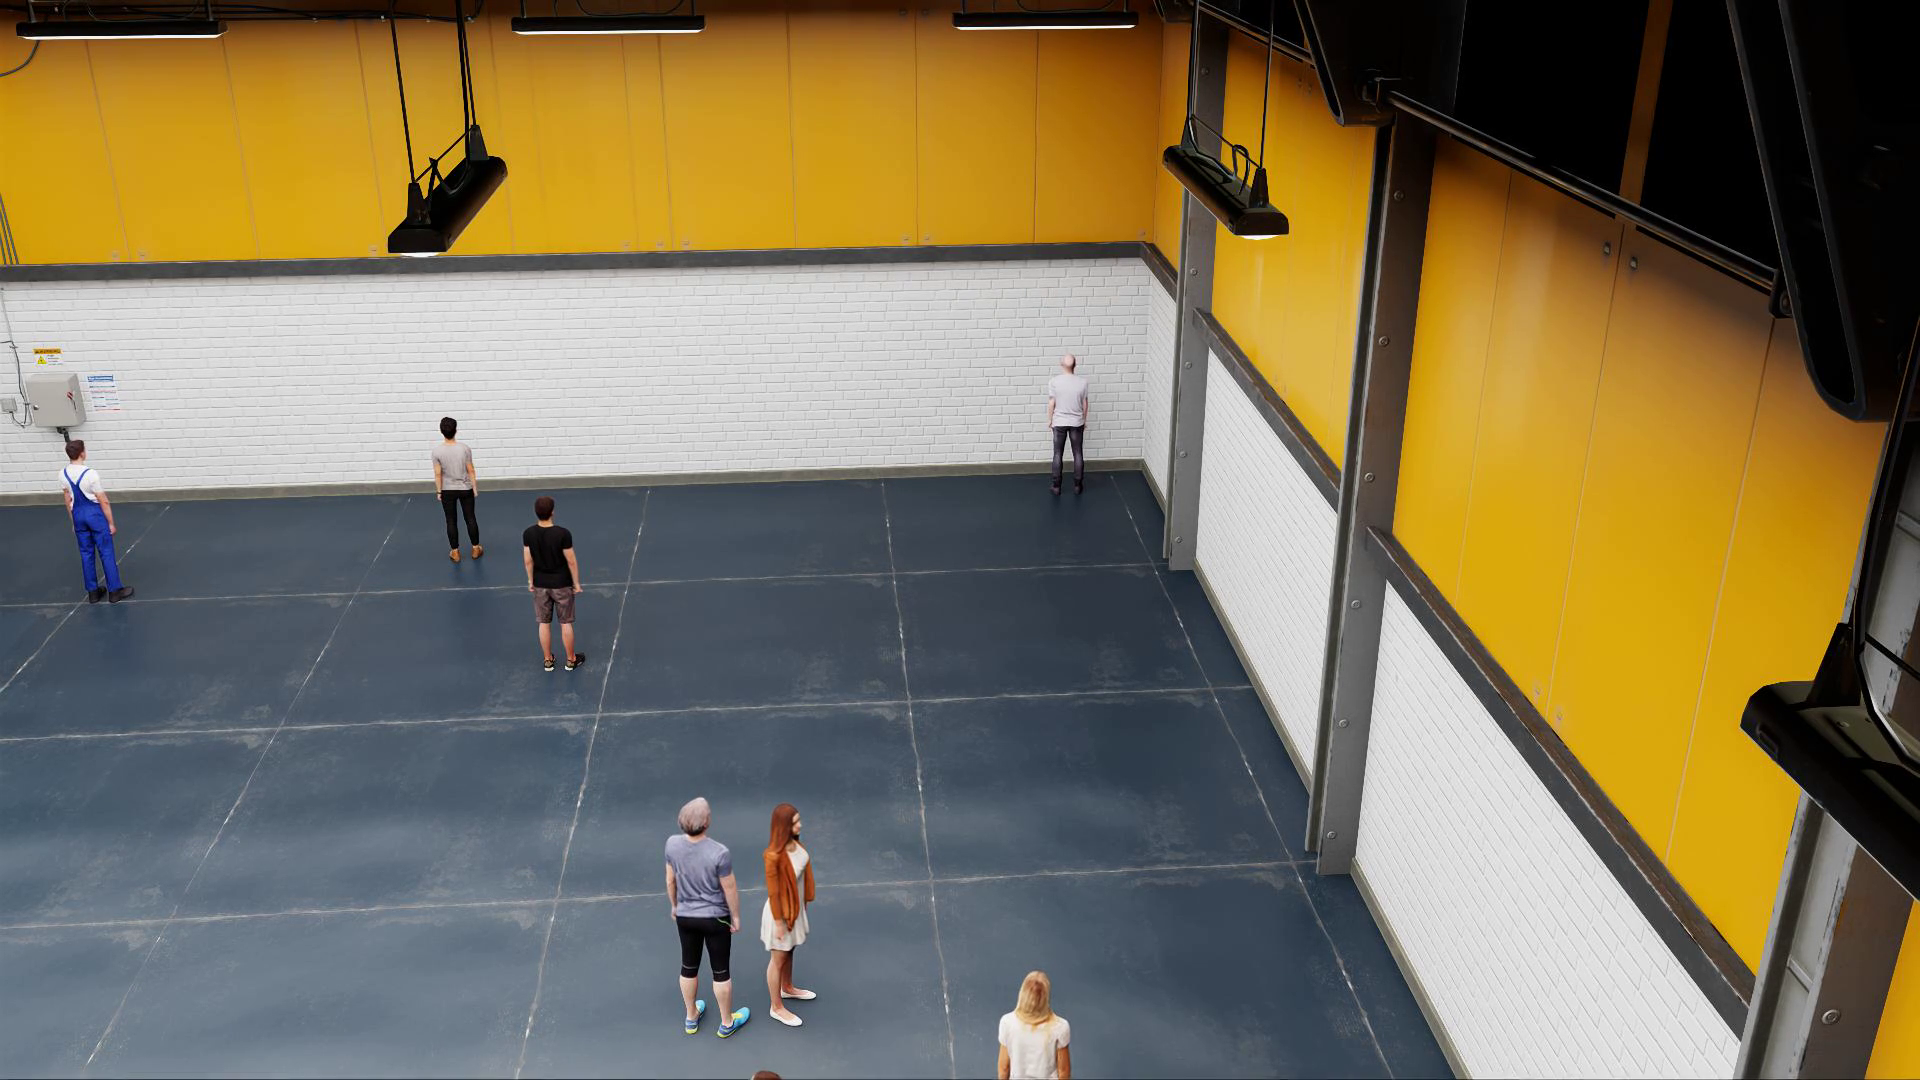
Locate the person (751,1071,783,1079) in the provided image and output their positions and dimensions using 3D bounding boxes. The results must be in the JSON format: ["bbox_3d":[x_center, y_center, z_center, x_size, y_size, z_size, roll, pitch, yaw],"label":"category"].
[{"bbox_3d":[-1.081,3.677,9.625,0.689,1.475,0.562,8,25,19],"label":"person"}]

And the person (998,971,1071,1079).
[{"bbox_3d":[0.444,3.348,9.961,0.631,1.809,0.577,3,24,7],"label":"person"}]

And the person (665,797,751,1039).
[{"bbox_3d":[-1.781,2.613,11.544,0.747,1.887,0.703,6,24,14],"label":"person"}]

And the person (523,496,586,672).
[{"bbox_3d":[-4.071,0.429,16.572,0.703,1.861,0.598,0,24,1],"label":"person"}]

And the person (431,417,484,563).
[{"bbox_3d":[-5.779,-0.592,19.081,0.654,1.723,0.598,-7,25,-16],"label":"person"}]

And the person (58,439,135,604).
[{"bbox_3d":[-9.443,-0.210,18.047,0.658,1.850,0.605,1,24,3],"label":"person"}]

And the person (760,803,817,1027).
[{"bbox_3d":[-1.242,2.607,11.763,0.760,1.723,0.632,7,24,15],"label":"person"}]

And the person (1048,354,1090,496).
[{"bbox_3d":[1.357,-1.463,20.938,0.655,1.832,0.585,-1,24,-2],"label":"person"}]
